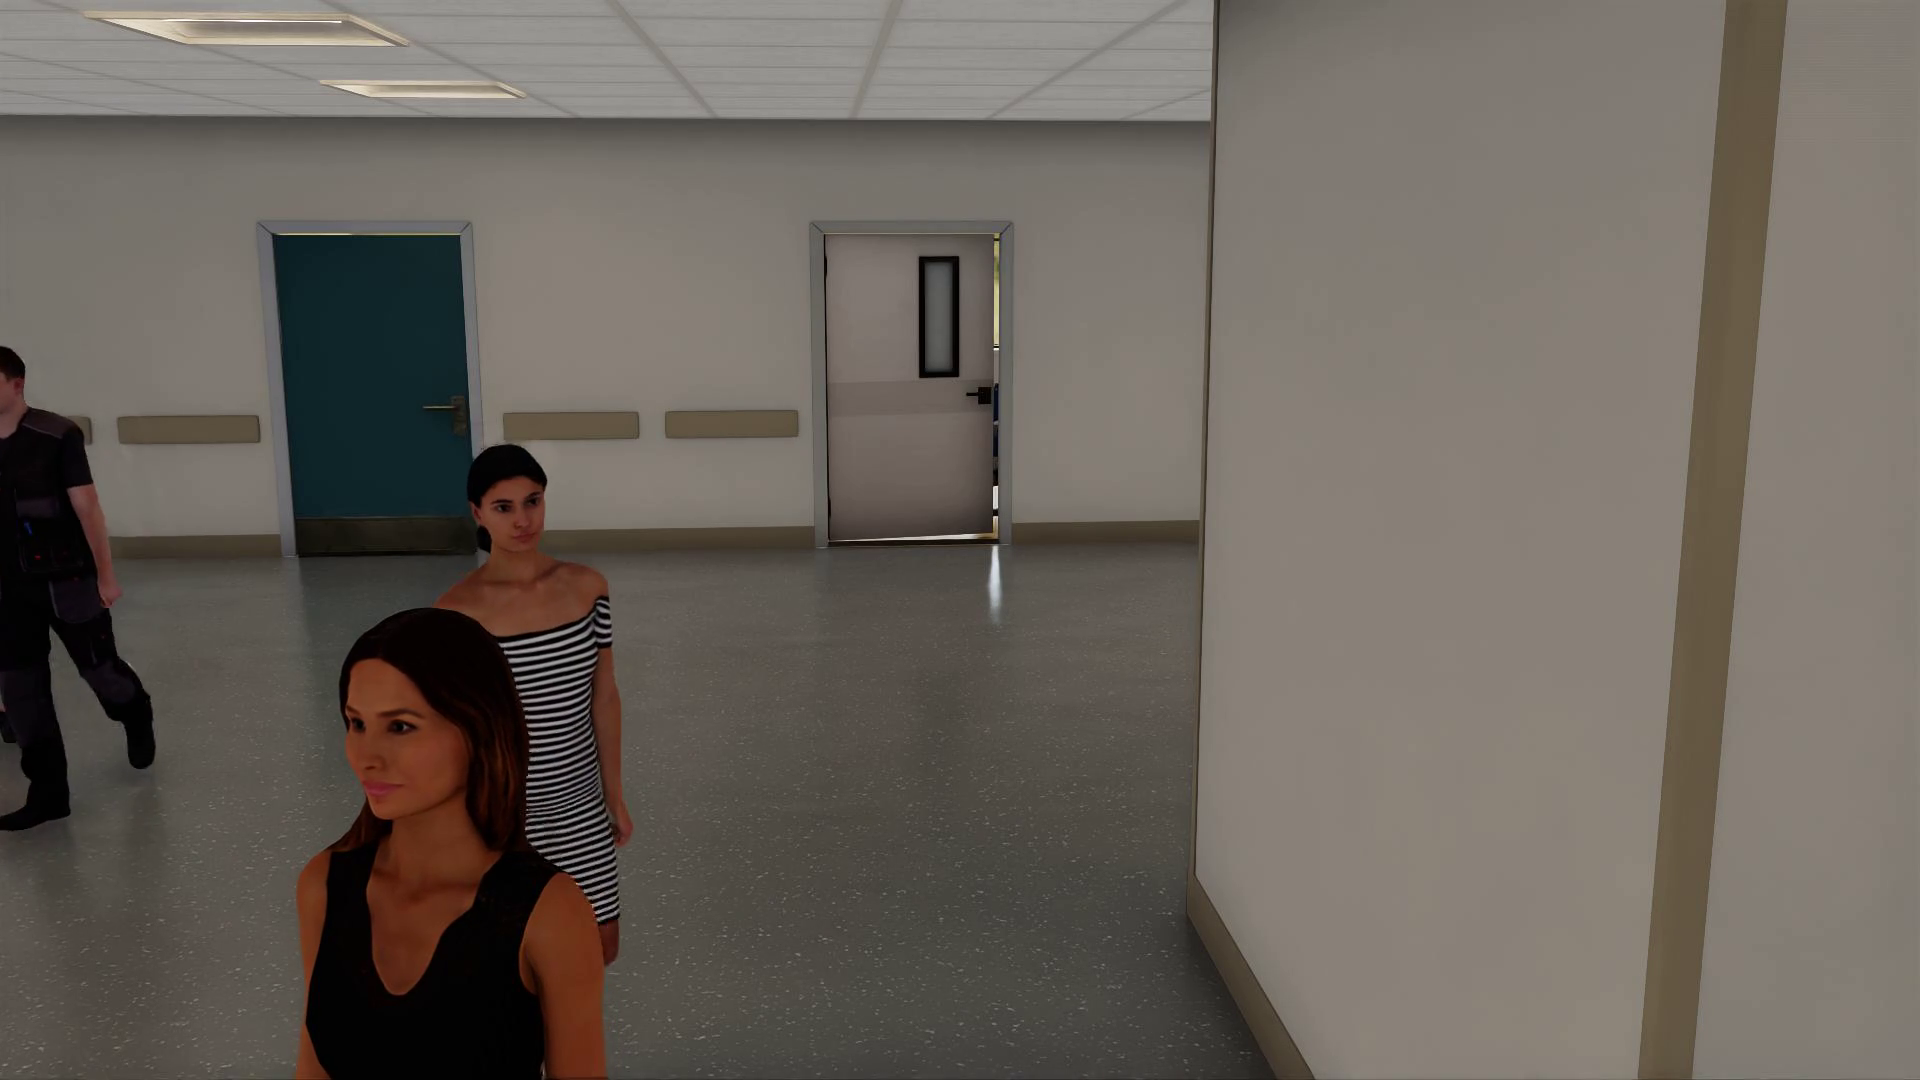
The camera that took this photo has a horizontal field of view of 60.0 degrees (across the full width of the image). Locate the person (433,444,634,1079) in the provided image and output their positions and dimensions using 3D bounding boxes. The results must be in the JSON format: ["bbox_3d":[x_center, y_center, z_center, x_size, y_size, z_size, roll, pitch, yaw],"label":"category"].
[{"bbox_3d":[-1.038,0.656,3.944,0.879,1.800,0.908,-9,14,-41],"label":"person"}]

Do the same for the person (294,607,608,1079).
[{"bbox_3d":[-0.627,0.987,2.108,0.562,1.835,0.698,2,11,13],"label":"person"}]

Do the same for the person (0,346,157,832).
[{"bbox_3d":[-3.528,0.164,6.508,1.172,1.810,0.988,0,11,2],"label":"person"}]
